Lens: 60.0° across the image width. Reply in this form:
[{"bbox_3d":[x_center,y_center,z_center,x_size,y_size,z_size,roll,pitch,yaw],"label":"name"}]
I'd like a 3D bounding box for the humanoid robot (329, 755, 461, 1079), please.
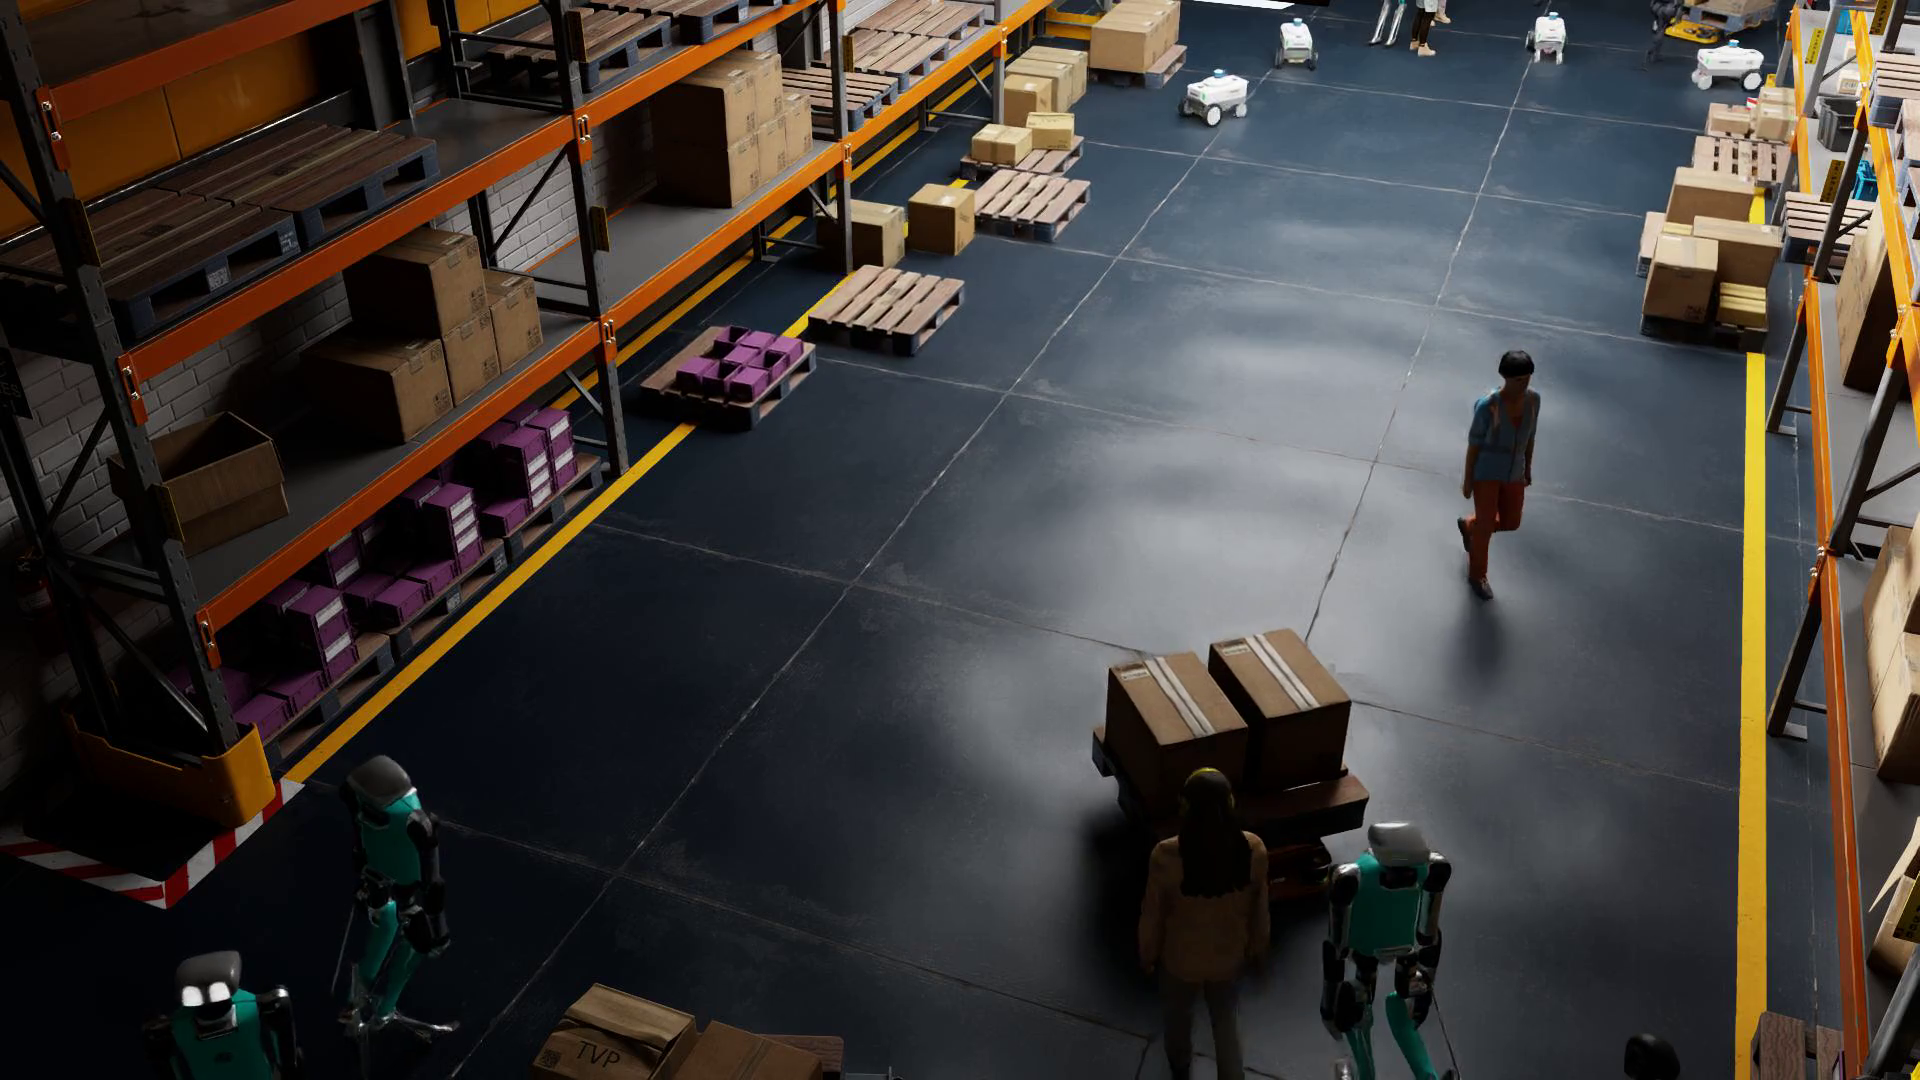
[{"bbox_3d":[-2.662,1.860,7.432,0.567,1.835,0.807,19,37,27],"label":"humanoid robot"}]

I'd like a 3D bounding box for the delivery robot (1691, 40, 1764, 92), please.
[{"bbox_3d":[9.411,-5.784,20.297,0.791,0.614,0.499,1,33,1],"label":"delivery robot"}]

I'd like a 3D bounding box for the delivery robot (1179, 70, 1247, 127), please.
[{"bbox_3d":[2.969,-5.145,19.277,0.776,0.580,0.499,-20,38,-27],"label":"delivery robot"}]

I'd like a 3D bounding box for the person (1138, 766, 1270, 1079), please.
[{"bbox_3d":[1.083,1.831,7.317,0.581,1.851,0.678,-2,33,-3],"label":"person"}]

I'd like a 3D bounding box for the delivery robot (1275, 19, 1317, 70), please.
[{"bbox_3d":[4.247,-6.291,21.058,0.499,0.587,0.769,2,33,3],"label":"delivery robot"}]

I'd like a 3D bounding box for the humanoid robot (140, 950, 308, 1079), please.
[{"bbox_3d":[-2.959,2.193,6.883,0.563,1.801,0.916,-13,35,-20],"label":"humanoid robot"}]

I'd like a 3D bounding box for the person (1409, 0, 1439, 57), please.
[{"bbox_3d":[5.996,-7.039,21.174,0.320,1.694,0.533,-5,33,-8],"label":"person"}]

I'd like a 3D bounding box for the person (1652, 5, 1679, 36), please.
[{"bbox_3d":[9.516,-7.546,21.978,0.399,1.666,0.490,19,38,27],"label":"person"}]

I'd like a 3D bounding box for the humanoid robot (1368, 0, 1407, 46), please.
[{"bbox_3d":[5.588,-7.256,21.390,0.530,1.705,0.729,23,40,31],"label":"humanoid robot"}]

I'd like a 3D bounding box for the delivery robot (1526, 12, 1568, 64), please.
[{"bbox_3d":[7.552,-6.460,21.303,0.499,0.569,0.753,8,34,13],"label":"delivery robot"}]

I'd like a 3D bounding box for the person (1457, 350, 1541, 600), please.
[{"bbox_3d":[3.529,-0.471,10.954,0.510,1.746,0.531,-9,34,-14],"label":"person"}]

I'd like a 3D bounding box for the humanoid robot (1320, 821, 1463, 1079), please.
[{"bbox_3d":[1.857,2.097,7.011,0.544,1.730,1.013,-7,33,-10],"label":"humanoid robot"}]

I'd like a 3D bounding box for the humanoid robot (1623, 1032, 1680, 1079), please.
[{"bbox_3d":[2.484,2.575,6.374,0.616,1.625,0.814,-11,35,-17],"label":"humanoid robot"}]

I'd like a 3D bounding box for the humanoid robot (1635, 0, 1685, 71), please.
[{"bbox_3d":[8.808,-6.701,20.682,0.592,1.639,0.603,-5,33,-8],"label":"humanoid robot"}]

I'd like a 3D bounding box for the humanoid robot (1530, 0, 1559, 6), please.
[{"bbox_3d":[8.343,-8.293,23.160,0.615,1.648,0.624,20,38,28],"label":"humanoid robot"}]

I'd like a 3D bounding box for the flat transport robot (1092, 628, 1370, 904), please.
[{"bbox_3d":[1.467,1.482,9.299,0.659,0.231,1.431,-10,34,-15],"label":"flat transport robot"}]

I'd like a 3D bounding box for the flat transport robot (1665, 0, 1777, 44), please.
[{"bbox_3d":[10.104,-6.936,22.326,1.431,0.231,0.659,-25,40,-33],"label":"flat transport robot"}]

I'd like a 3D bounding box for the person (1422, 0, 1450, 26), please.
[{"bbox_3d":[6.533,-7.822,22.306,0.469,1.775,0.323,-16,36,-23],"label":"person"}]
